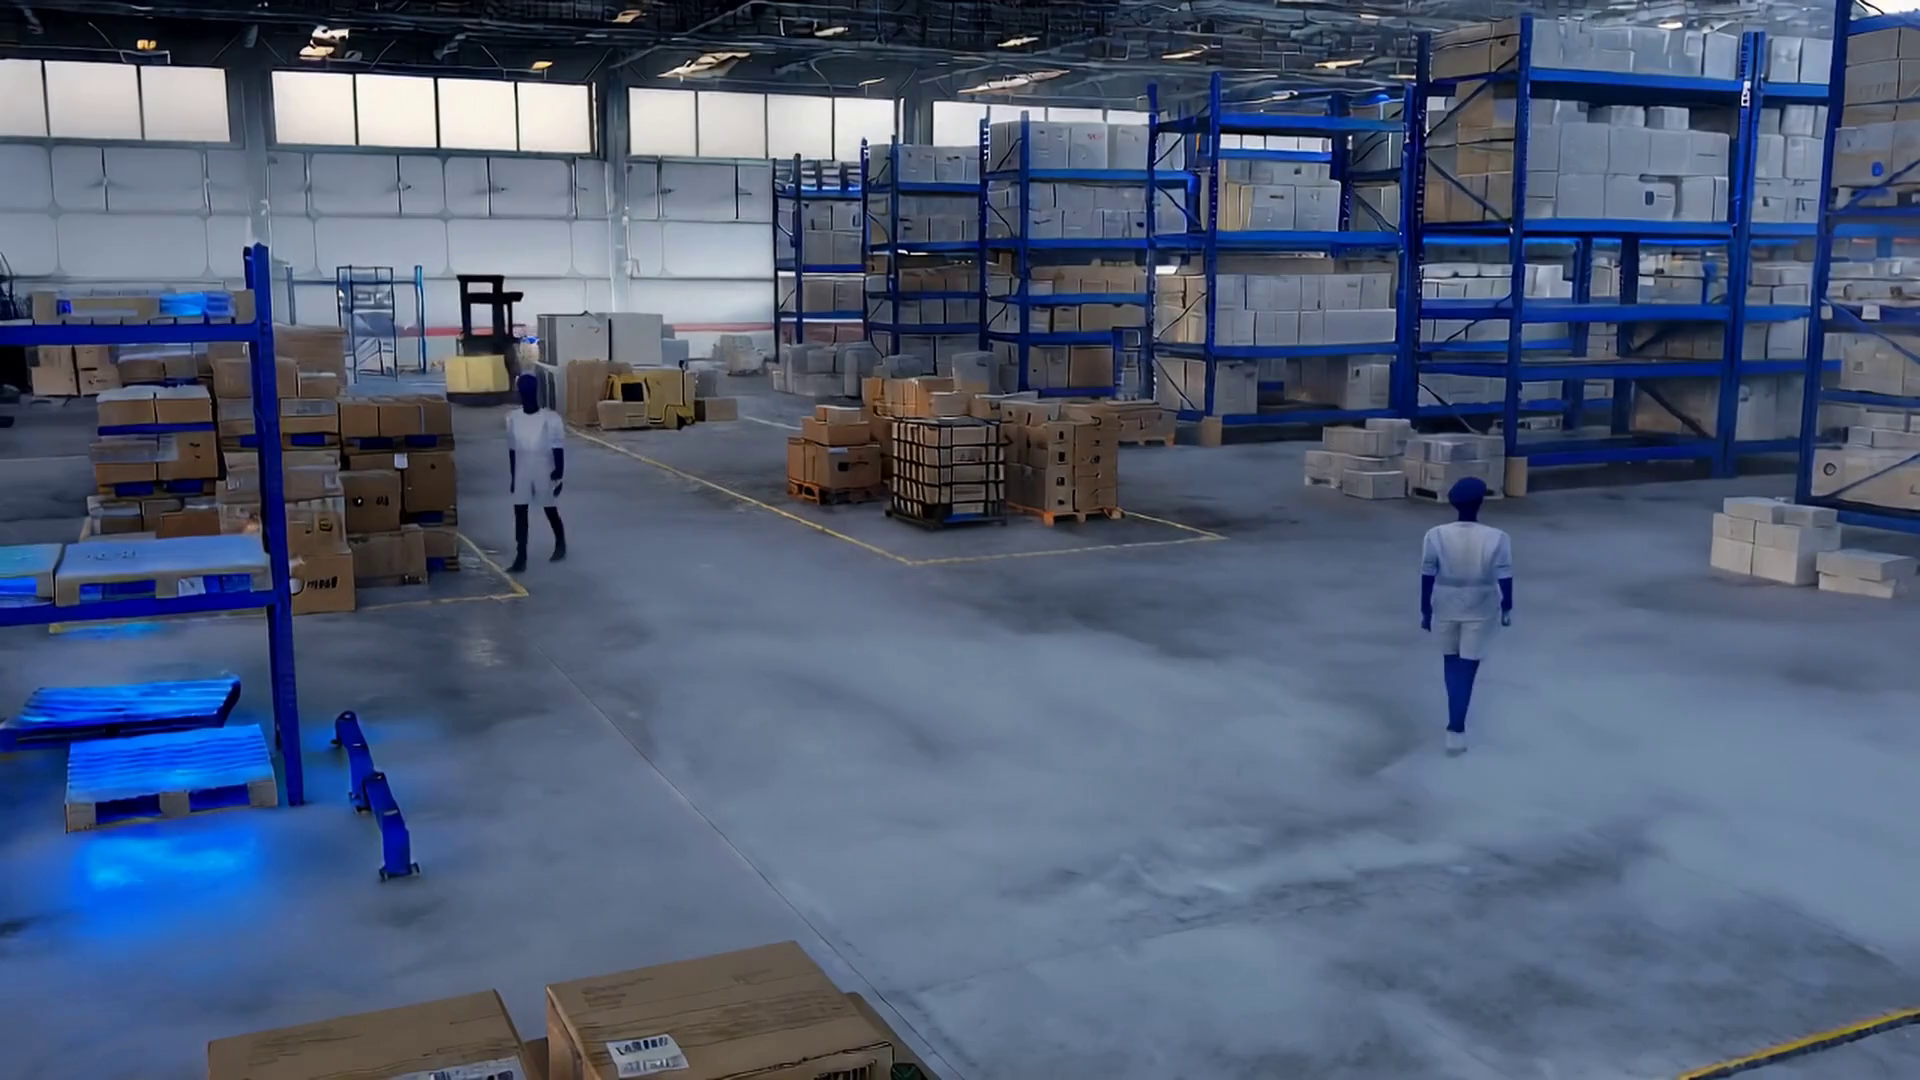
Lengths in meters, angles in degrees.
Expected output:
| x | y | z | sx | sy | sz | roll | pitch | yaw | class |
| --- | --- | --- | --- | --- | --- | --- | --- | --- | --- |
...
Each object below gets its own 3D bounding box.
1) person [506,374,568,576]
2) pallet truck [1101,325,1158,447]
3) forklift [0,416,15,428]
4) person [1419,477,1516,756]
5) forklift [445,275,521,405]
| x | y | z | sx | sy | sz | roll | pitch | yaw | class |
| --- | --- | --- | --- | --- | --- | --- | --- | --- | --- |
| -4.105 | -0.659 | 16.159 | 0.618 | 1.923 | 0.981 | 2 | 9 | 12 | person |
| 2.881 | -2.596 | 27.923 | 0.823 | 1.965 | 1.885 | -1 | 9 | -7 | pallet truck |
| -18.546 | -3.444 | 30.456 | 1.873 | 2.768 | 1.129 | -4 | 10 | -25 | forklift |
| 3.106 | 0.437 | 10.162 | 0.543 | 1.650 | 0.875 | 6 | 11 | 35 | person |
| -10.425 | -4.391 | 36.327 | 1.129 | 2.768 | 1.873 | 1 | 9 | 8 | forklift |
